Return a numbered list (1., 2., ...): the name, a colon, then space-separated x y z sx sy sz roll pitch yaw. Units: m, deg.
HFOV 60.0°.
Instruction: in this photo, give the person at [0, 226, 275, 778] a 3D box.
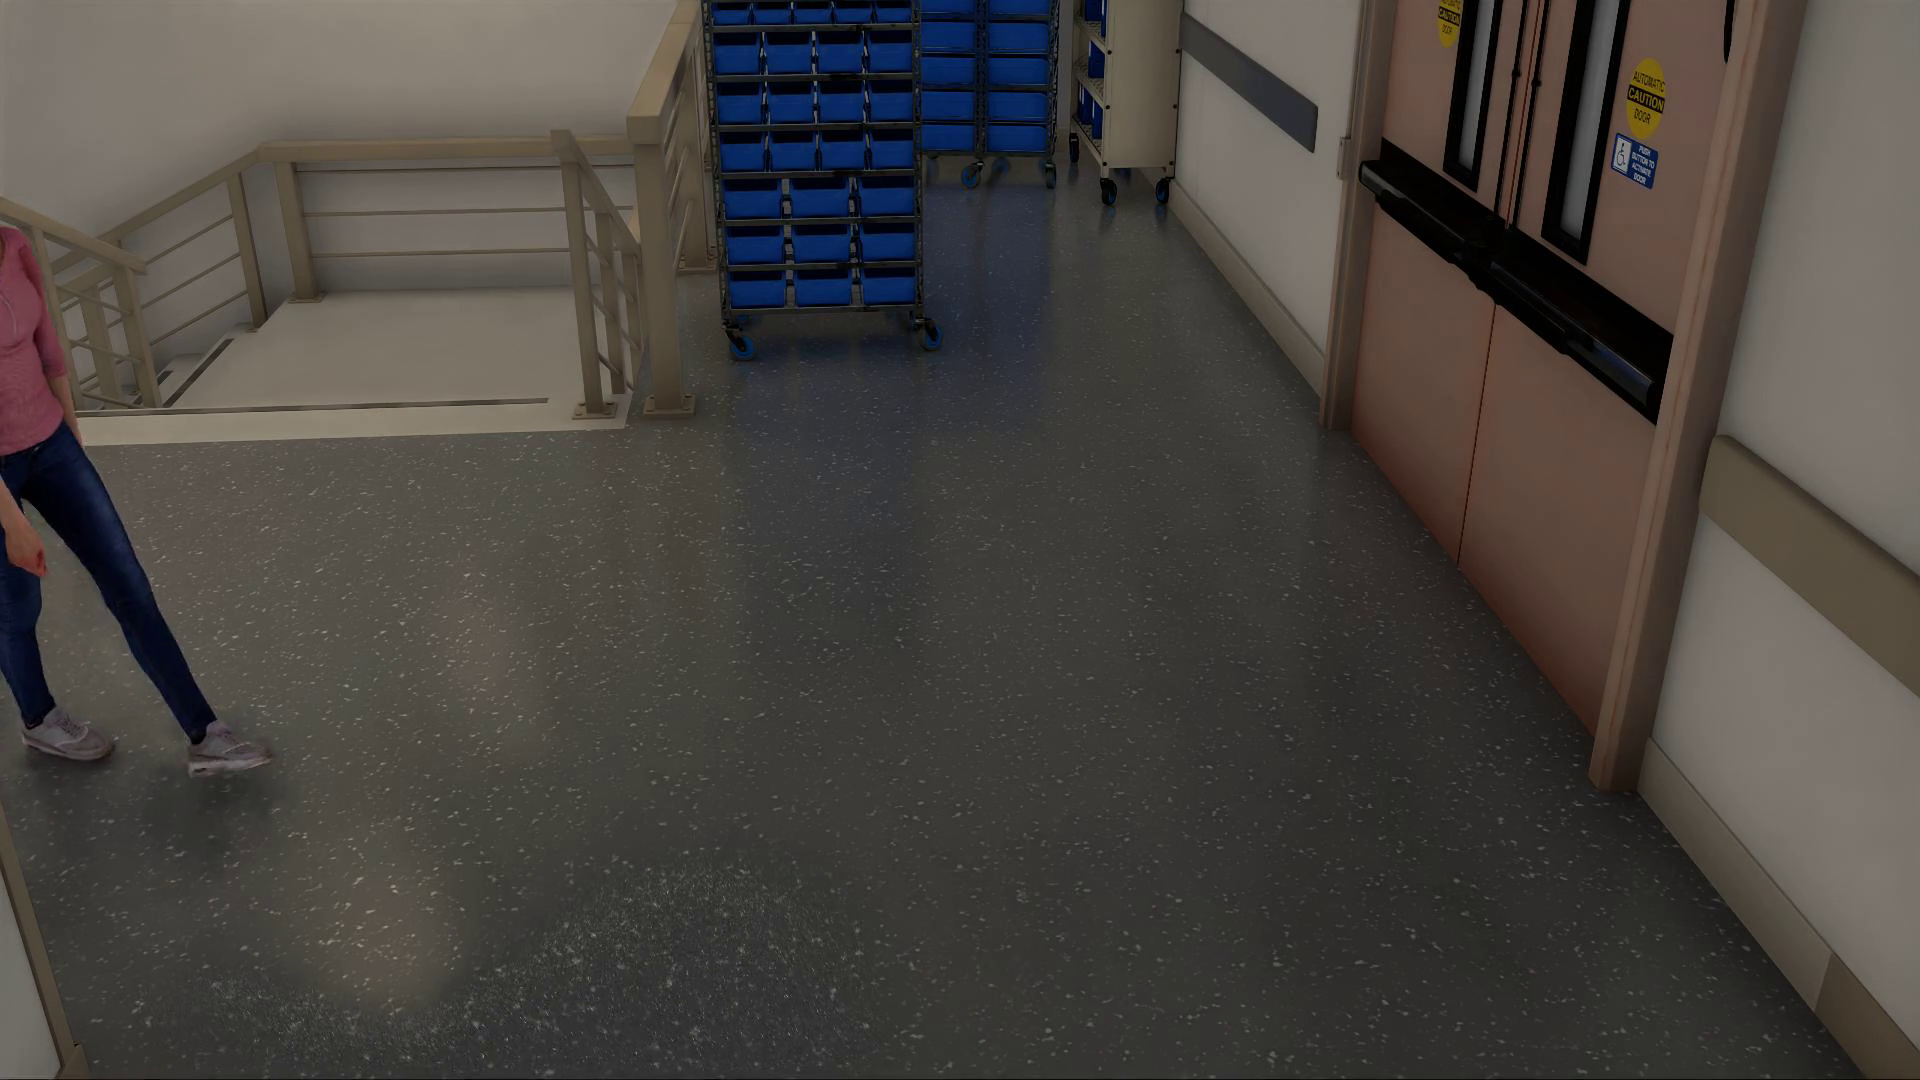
1. person: -2.284 -0.163 3.897 0.928 1.711 1.029 8 27 16
